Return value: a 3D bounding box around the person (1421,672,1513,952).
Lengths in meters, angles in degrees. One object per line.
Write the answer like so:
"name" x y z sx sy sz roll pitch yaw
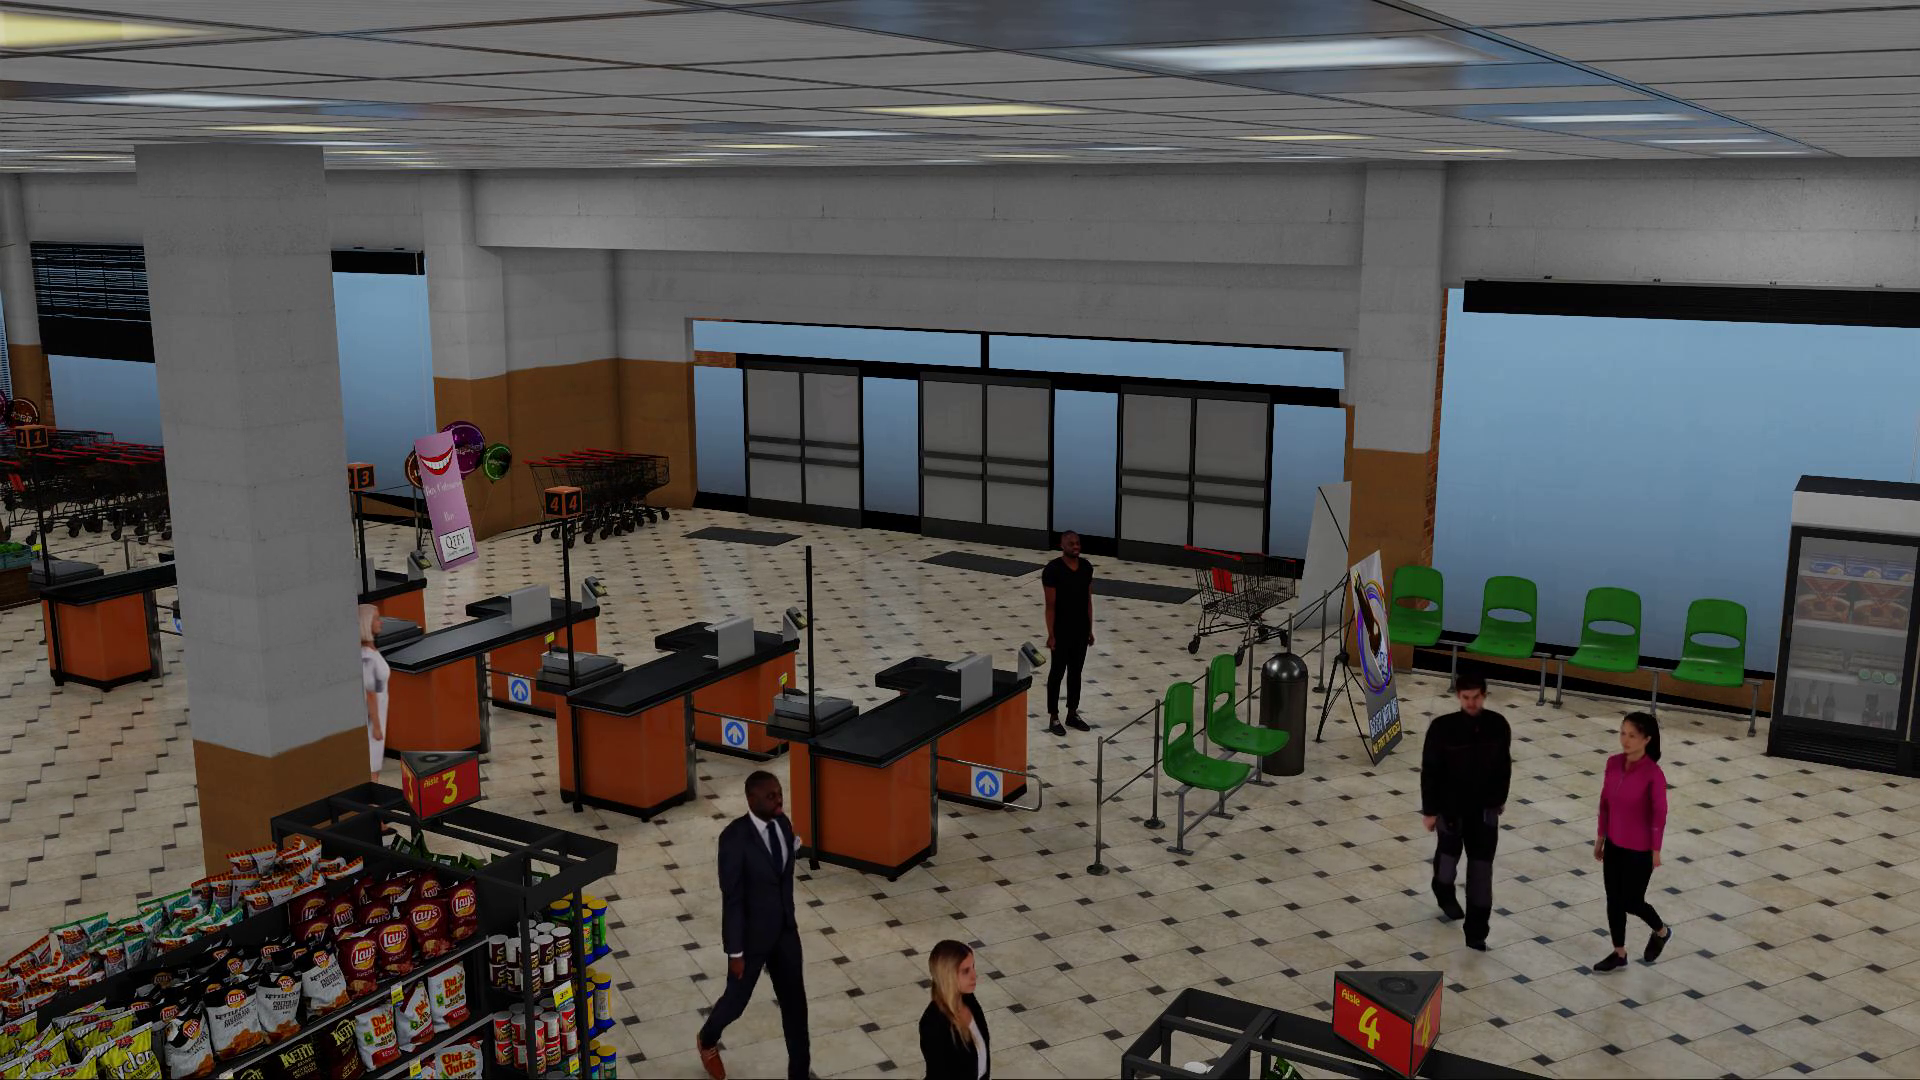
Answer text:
"person" 3.231 1.686 10.653 1.079 1.768 1.278 0 12 -1

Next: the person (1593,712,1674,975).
"person" 4.145 1.846 10.102 0.863 1.682 0.781 -5 13 -22

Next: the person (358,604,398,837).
"person" -4.395 1.326 12.405 0.688 1.750 0.644 -5 13 -21

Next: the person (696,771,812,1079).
"person" -1.114 2.067 8.755 0.897 1.805 1.167 10 15 39

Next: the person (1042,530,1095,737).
"person" 0.956 0.800 14.732 0.683 1.820 0.809 -7 14 -30

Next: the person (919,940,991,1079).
"person" -0.133 2.484 7.138 0.667 1.655 0.707 7 14 29
